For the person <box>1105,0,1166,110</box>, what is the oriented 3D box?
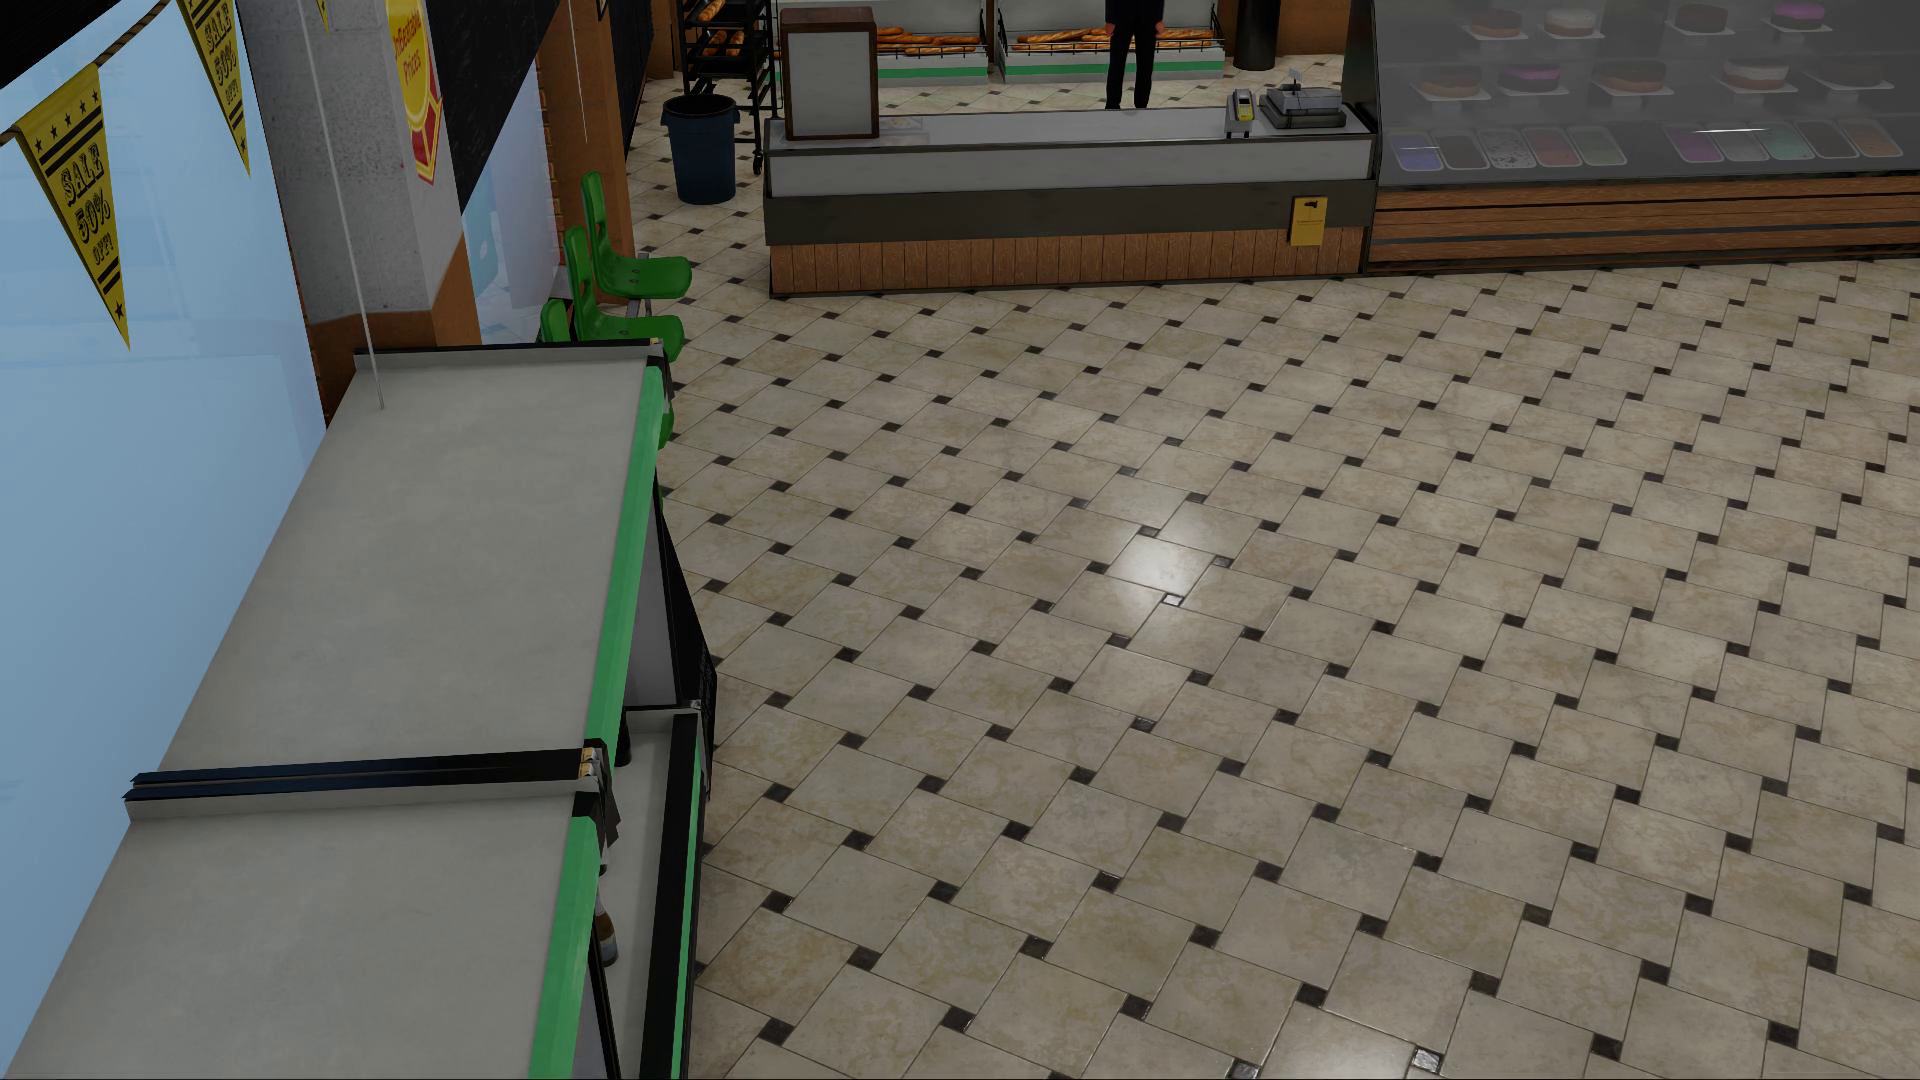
[{"bbox_3d":[1.423,-4.240,13.469,0.633,1.867,0.553,-3,32,-5],"label":"person"}]
